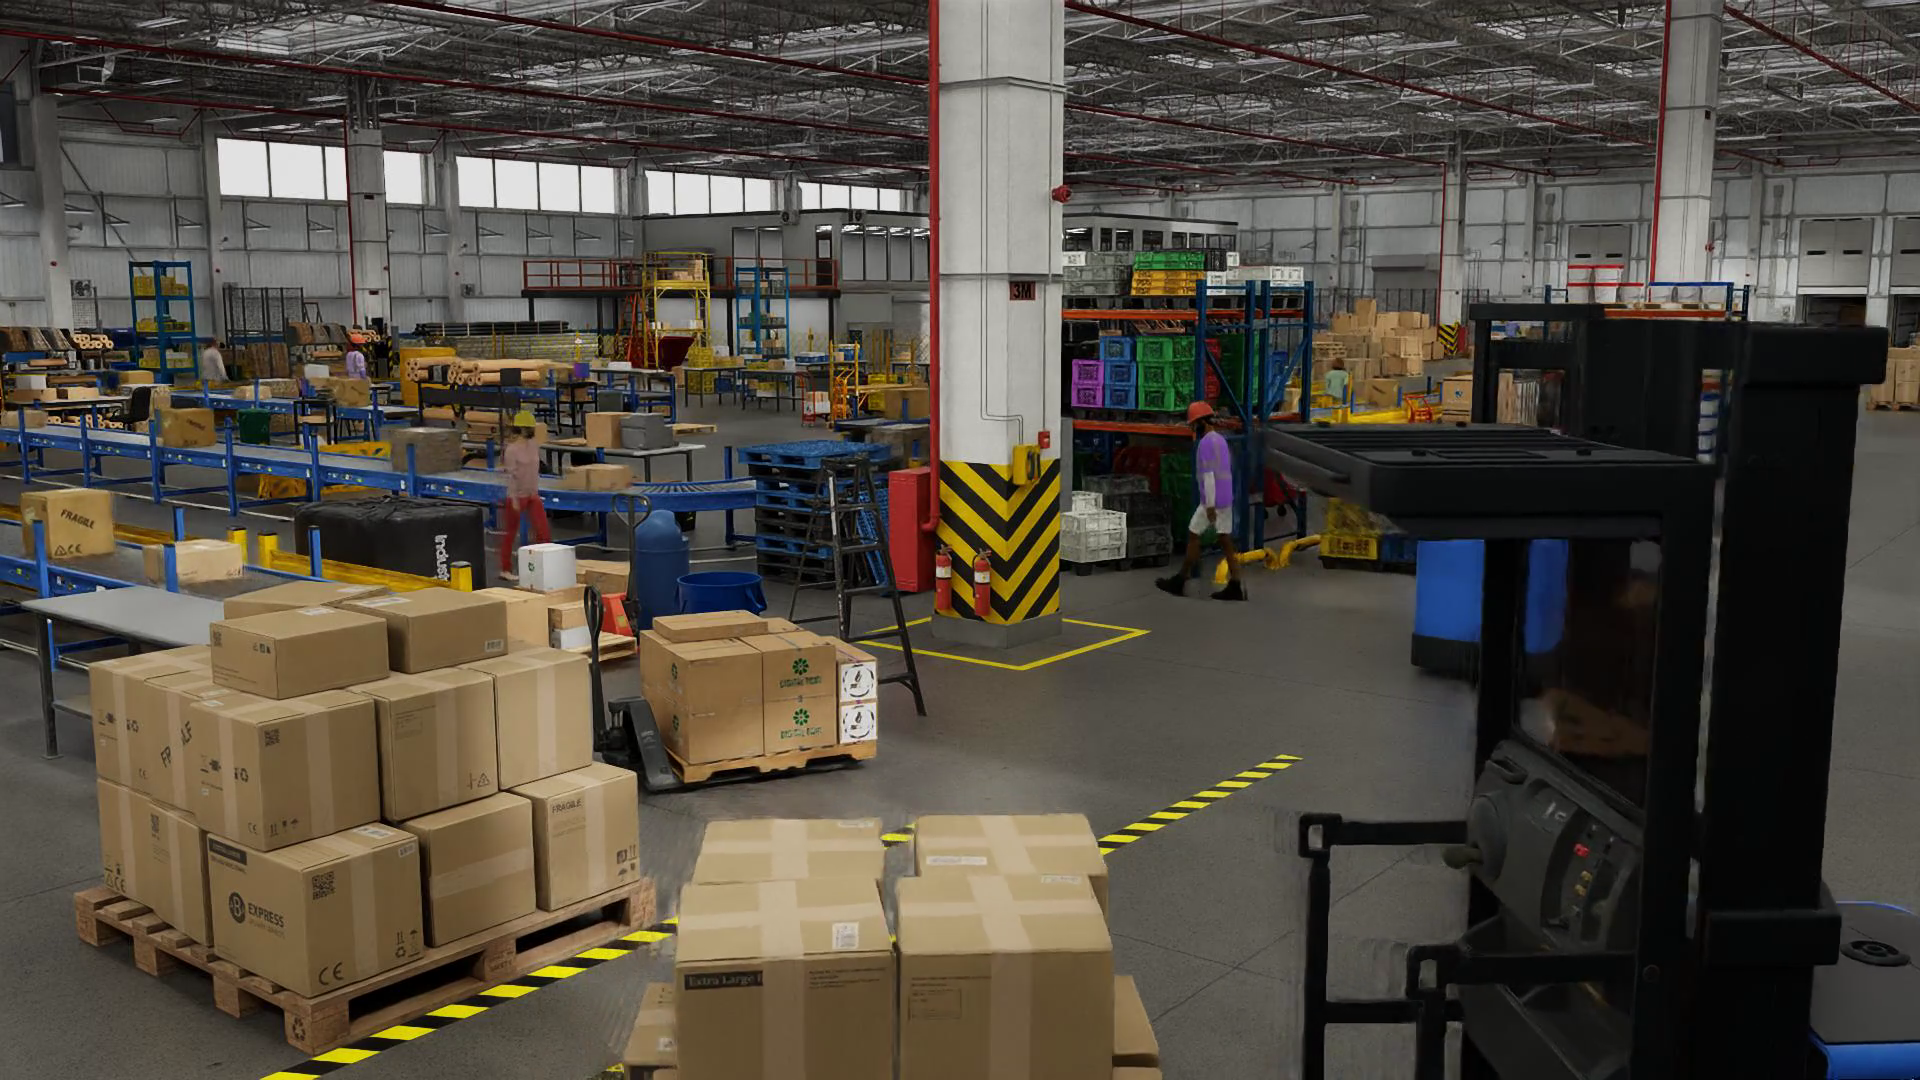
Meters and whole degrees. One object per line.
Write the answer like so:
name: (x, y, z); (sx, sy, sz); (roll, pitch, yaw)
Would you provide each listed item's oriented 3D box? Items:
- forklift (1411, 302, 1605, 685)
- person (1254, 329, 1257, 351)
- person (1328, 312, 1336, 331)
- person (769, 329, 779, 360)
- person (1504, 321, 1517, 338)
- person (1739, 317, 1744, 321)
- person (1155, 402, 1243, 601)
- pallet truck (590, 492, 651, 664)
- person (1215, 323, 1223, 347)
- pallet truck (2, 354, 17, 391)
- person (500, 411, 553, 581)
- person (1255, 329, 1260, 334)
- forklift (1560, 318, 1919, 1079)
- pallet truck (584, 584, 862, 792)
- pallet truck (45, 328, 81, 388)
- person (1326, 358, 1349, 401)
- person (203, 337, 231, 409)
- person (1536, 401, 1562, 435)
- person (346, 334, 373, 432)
forklift: (4.379, -0.438, 12.852); (1.129, 2.768, 1.873); (7, 11, 37)
person: (11.657, -7.812, 66.485); (0.489, 1.726, 0.683); (3, 9, 19)
person: (18.756, -10.503, 83.728); (0.534, 1.972, 0.648); (3, 9, 20)
person: (-6.955, -7.211, 62.003); (0.335, 1.838, 0.511); (5, 10, 29)
person: (25.795, -9.618, 77.942); (0.581, 1.919, 0.423); (0, 8, 1)
person: (34.263, -8.839, 72.781); (0.590, 1.891, 0.877); (-4, 9, -24)
person: (2.299, -0.365, 15.772); (0.944, 1.863, 0.613); (5, 10, 32)
pallet truck: (-3.115, 0.344, 12.883); (0.653, 1.274, 1.630); (7, 11, 37)
person: (8.262, -6.004, 53.448); (0.374, 1.963, 0.608); (-3, 9, -18)
pallet truck: (-24.881, -4.417, 42.634); (1.885, 1.965, 0.823); (8, 11, 41)
person: (-4.276, -0.423, 16.591); (0.900, 1.719, 0.549); (4, 9, 26)
person: (14.888, -10.251, 82.336); (0.617, 1.900, 1.015); (-1, 8, -5)
forklift: (1.923, 0.815, 4.401); (1.873, 2.768, 1.129); (0, 8, -3)
pallet truck: (-1.426, 0.805, 10.019); (1.601, 1.201, 0.680); (-4, 9, -26)
pallet truck: (-23.775, -4.544, 43.495); (1.885, 1.965, 0.823); (6, 10, 35)
person: (7.612, -2.849, 33.351); (0.523, 1.600, 0.752); (7, 11, 38)
person: (-17.233, -3.758, 38.632); (0.937, 1.873, 0.641); (-7, 11, -40)
person: (6.501, -0.694, 18.544); (0.535, 1.697, 0.322); (-2, 9, -10)
person: (-12.548, -3.267, 34.733); (0.615, 2.041, 0.385); (8, 11, 42)
